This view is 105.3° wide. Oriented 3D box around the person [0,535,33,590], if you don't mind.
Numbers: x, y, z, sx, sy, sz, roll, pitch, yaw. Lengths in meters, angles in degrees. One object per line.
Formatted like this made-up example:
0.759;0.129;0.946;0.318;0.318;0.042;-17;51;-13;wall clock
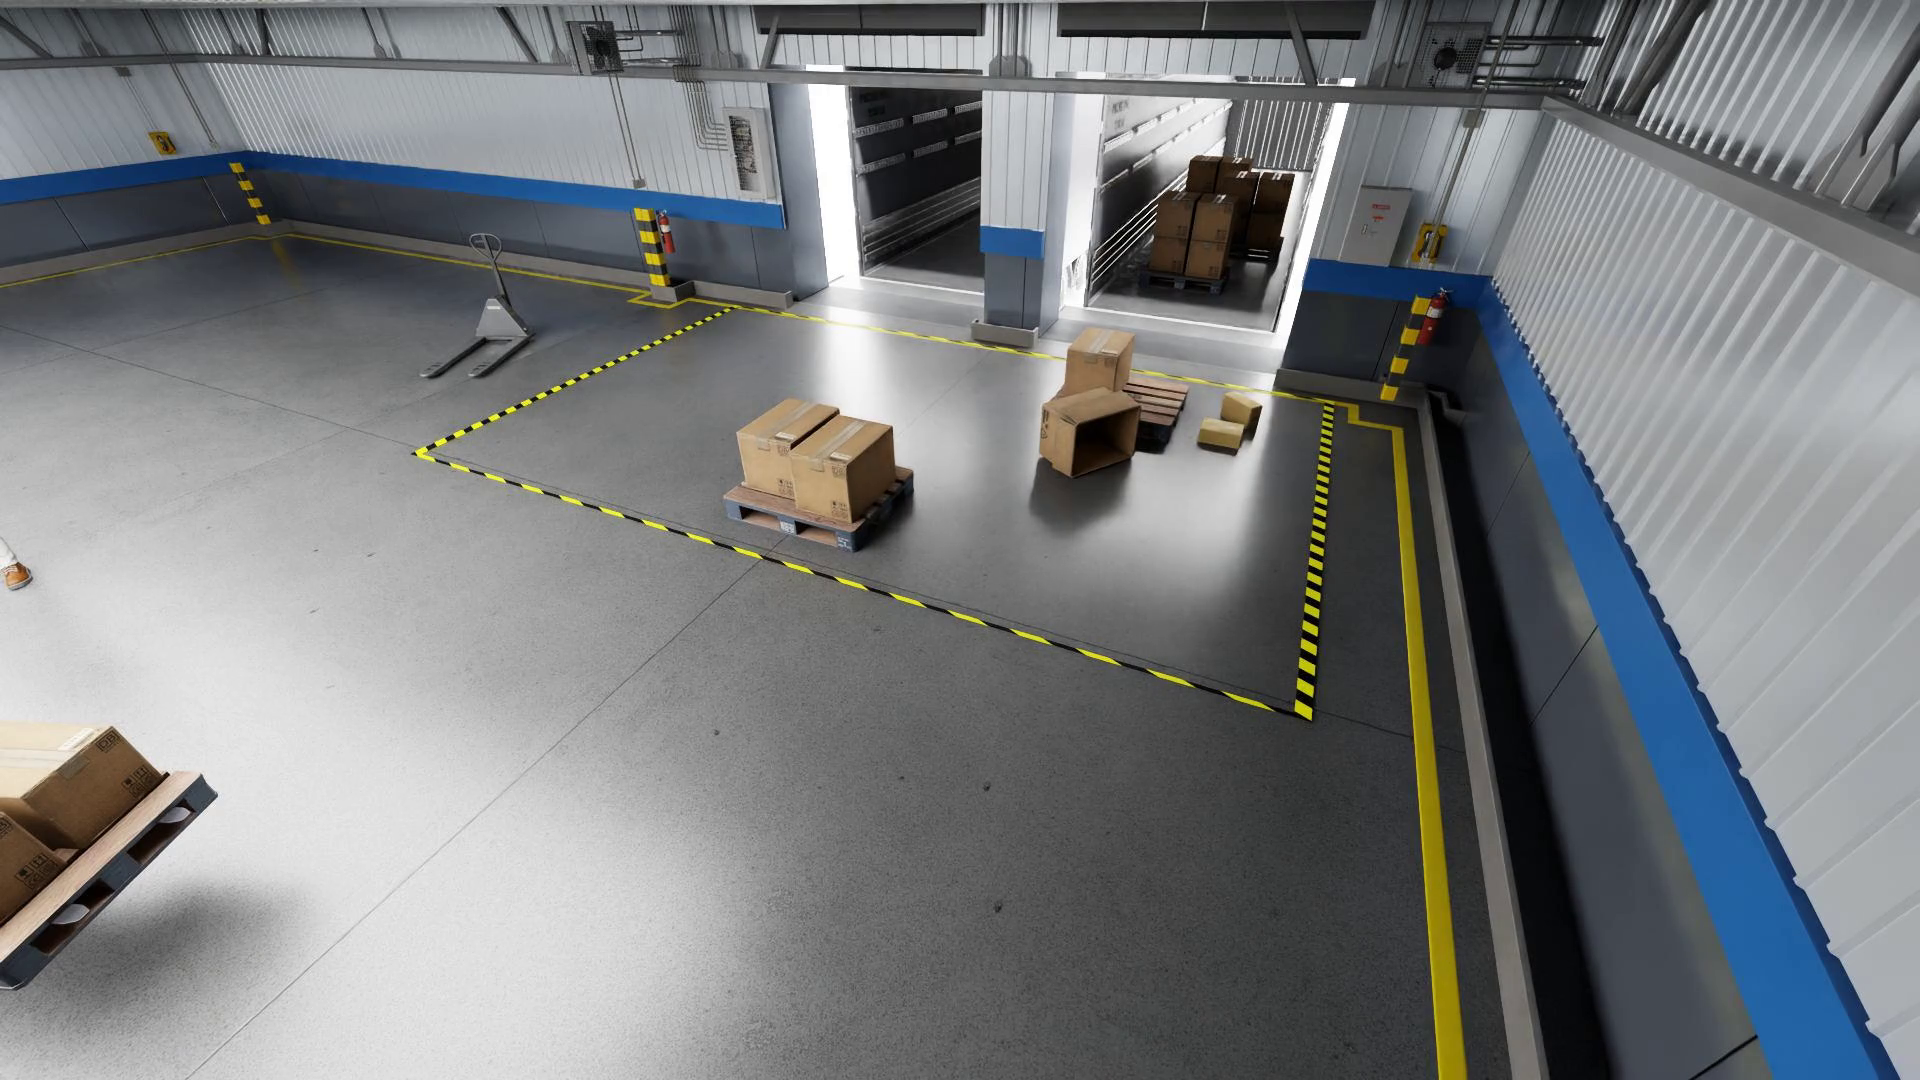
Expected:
-6.841;-0.454;4.647;0.604;1.948;0.400;-23;42;-29;person

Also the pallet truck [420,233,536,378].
-5.664;-2.712;8.427;0.680;1.201;1.601;0;35;-1;pallet truck
